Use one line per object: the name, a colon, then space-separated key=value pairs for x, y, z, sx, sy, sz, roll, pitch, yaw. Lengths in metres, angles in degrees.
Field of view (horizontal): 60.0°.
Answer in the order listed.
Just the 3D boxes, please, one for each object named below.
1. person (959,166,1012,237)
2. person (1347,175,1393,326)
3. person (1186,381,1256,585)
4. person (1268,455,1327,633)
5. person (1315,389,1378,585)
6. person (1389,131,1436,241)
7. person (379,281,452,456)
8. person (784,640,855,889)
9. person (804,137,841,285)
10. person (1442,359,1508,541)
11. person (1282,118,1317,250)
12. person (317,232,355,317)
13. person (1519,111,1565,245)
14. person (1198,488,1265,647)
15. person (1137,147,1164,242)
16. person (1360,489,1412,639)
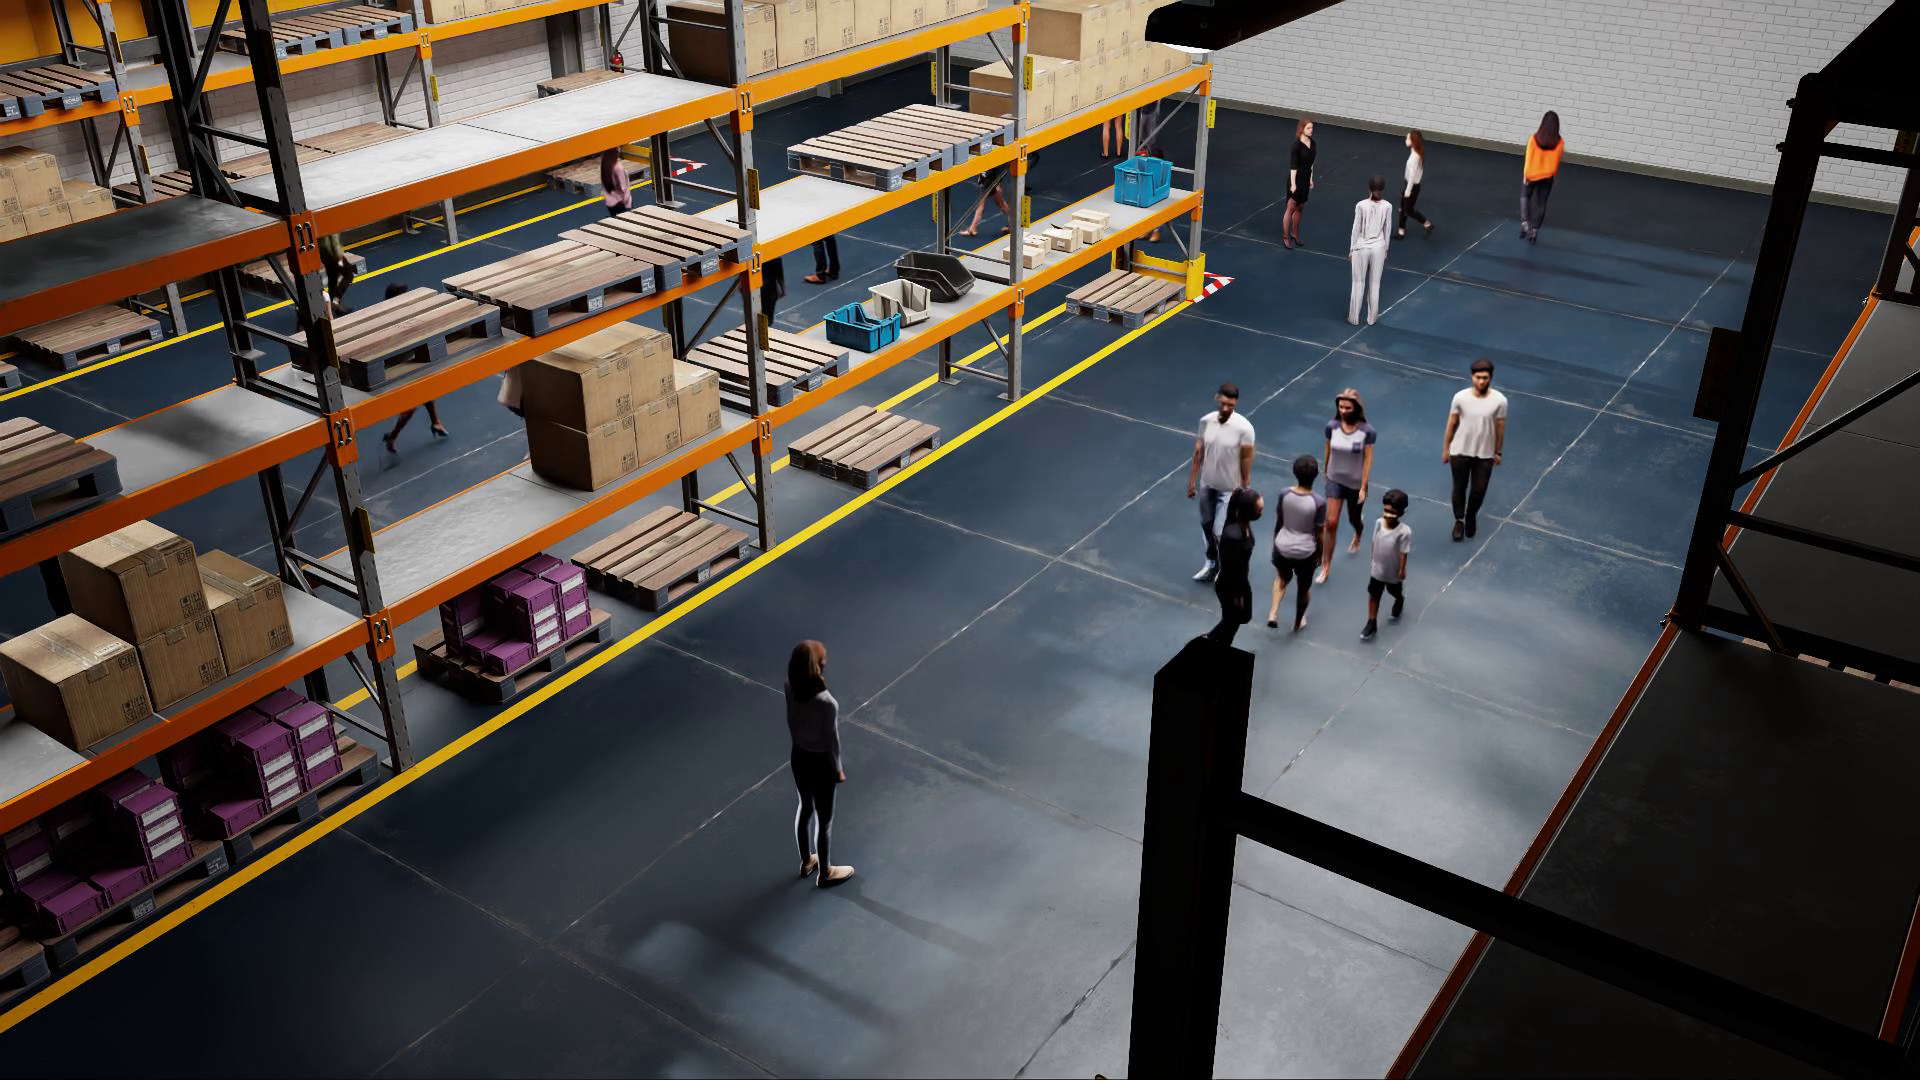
person: x=0.497 y=-4.807 z=22.225 sx=1.106 sy=1.513 sz=0.990 roll=-7 pitch=29 yaw=-13
person: x=4.750 y=-3.359 z=19.299 sx=0.670 sy=1.773 sz=0.676 roll=3 pitch=29 yaw=5
person: x=2.245 y=-0.497 z=13.979 sx=0.704 sy=1.843 sz=0.736 roll=-25 pitch=37 yaw=-38
person: x=2.647 y=0.080 z=13.230 sx=0.594 sy=1.547 sz=0.721 roll=16 pitch=33 yaw=27
person: x=3.326 y=-0.506 z=14.156 sx=0.691 sy=1.688 sz=1.108 roll=14 pitch=31 yaw=23
person: x=6.042 y=-4.660 z=21.999 sx=0.840 sy=1.471 sz=0.861 roll=3 pitch=29 yaw=5
person: x=-5.394 y=-1.639 z=16.209 sx=0.610 sy=1.713 sz=1.091 roll=22 pitch=35 yaw=34
person: x=-0.922 y=1.411 z=10.533 sx=0.621 sy=1.794 sz=0.569 roll=25 pitch=37 yaw=38
person: x=-1.720 y=-4.090 z=20.617 sx=0.747 sy=1.796 sz=0.497 roll=21 pitch=35 yaw=34
person: x=4.557 y=-0.828 z=14.720 sx=0.709 sy=1.714 sz=0.666 roll=12 pitch=31 yaw=20
person: x=4.443 y=-4.682 z=21.795 sx=0.520 sy=1.706 sz=0.694 roll=-22 pitch=36 yaw=-35
person: x=-7.438 y=-3.317 z=19.537 sx=0.594 sy=1.472 sz=0.570 roll=20 pitch=34 yaw=32
person: x=7.640 y=-4.732 z=21.852 sx=0.714 sy=1.740 sz=0.733 roll=5 pitch=29 yaw=9
person: x=1.989 y=0.348 z=12.586 sx=0.764 sy=1.695 sz=0.723 roll=8 pitch=30 yaw=15
person: x=2.561 y=-4.607 z=22.136 sx=0.525 sy=1.248 sz=0.523 roll=24 pitch=37 yaw=37
person: x=3.483 y=0.160 z=13.404 sx=0.506 sy=1.241 sz=0.864 roll=19 pitch=34 yaw=31
